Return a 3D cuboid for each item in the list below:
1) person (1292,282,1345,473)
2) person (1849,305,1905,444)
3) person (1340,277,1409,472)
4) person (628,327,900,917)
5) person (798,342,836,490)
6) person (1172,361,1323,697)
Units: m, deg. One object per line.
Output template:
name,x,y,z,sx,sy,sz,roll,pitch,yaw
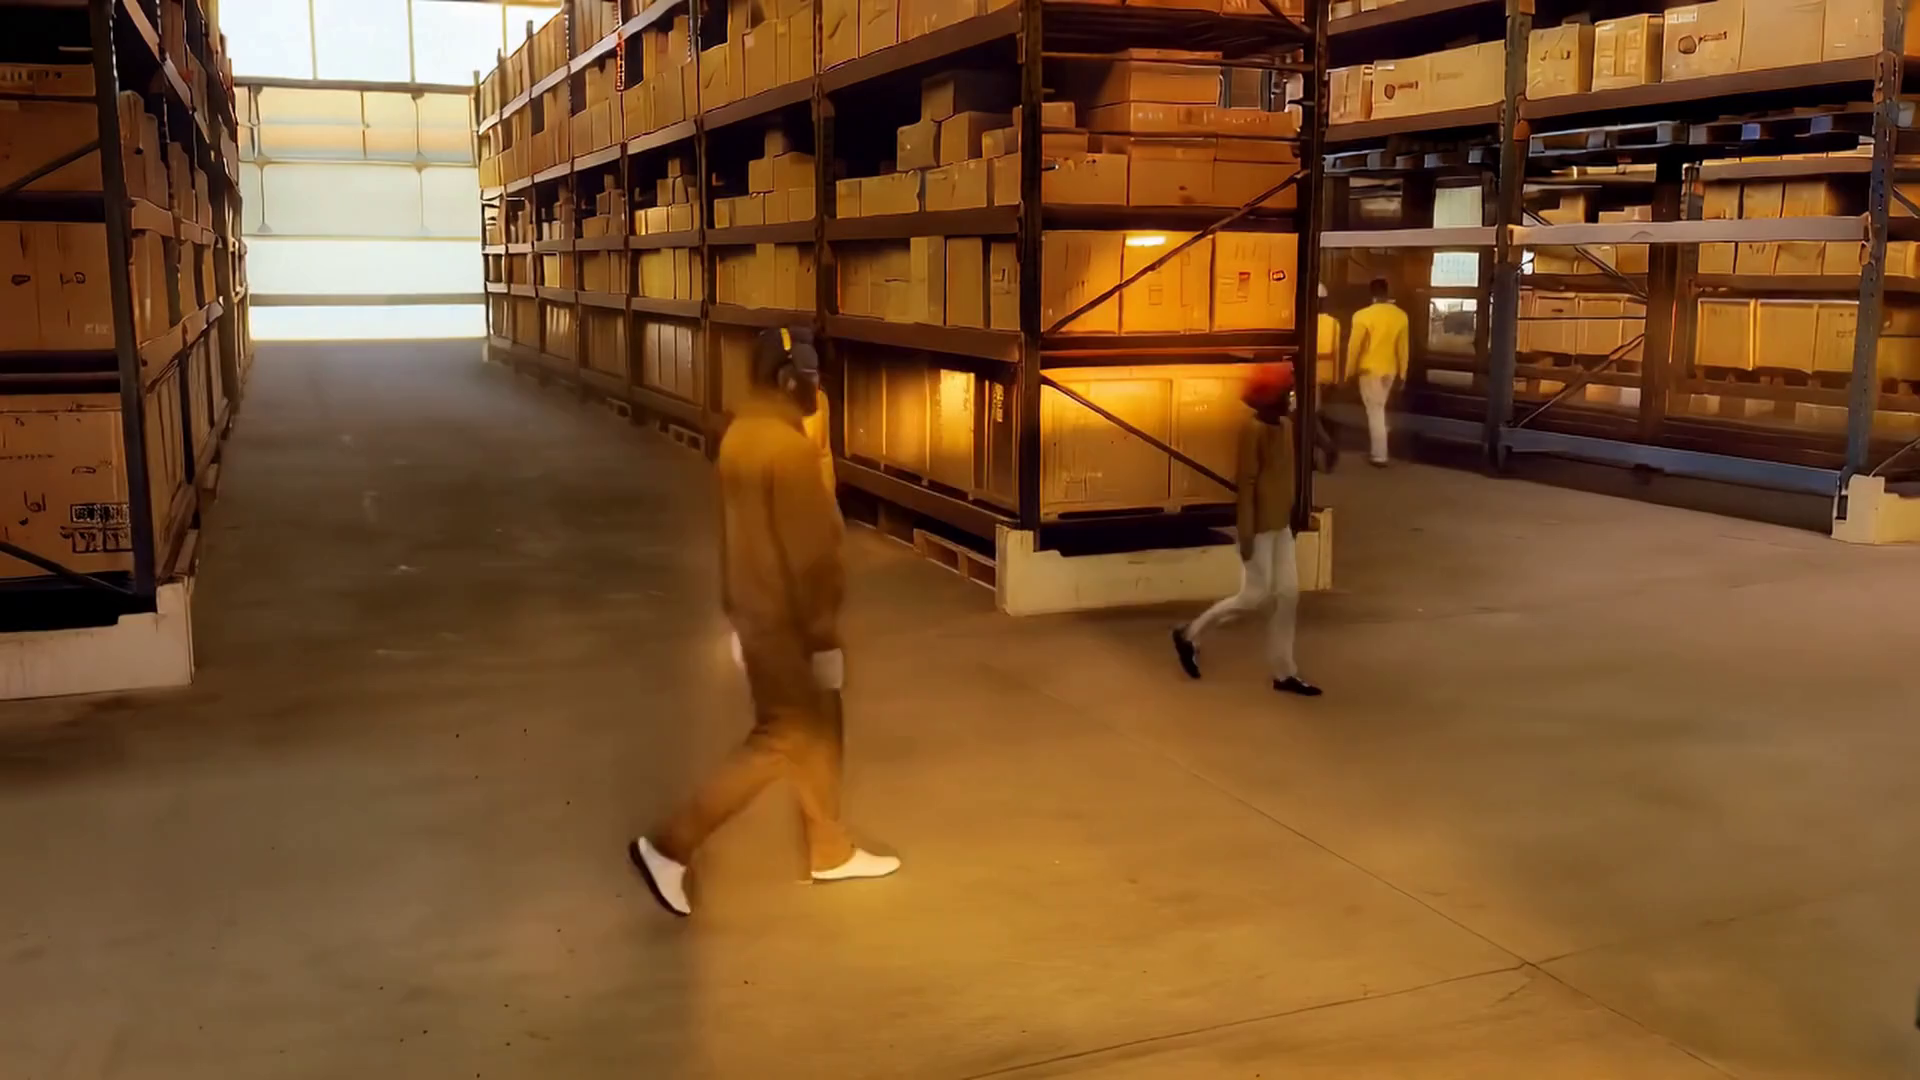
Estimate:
person,3.501,-1.583,16.245,0.577,1.912,0.652,-7,12,-35
person,9.871,-1.702,17.839,0.507,1.607,0.681,-3,10,-16
person,4.126,-1.661,16.674,0.627,1.912,0.809,-4,10,-21
person,-0.624,0.259,5.315,0.859,1.877,0.642,-3,10,-16
person,-0.836,-0.248,8.902,0.320,1.692,0.532,1,10,7
person,1.402,-0.055,7.984,0.673,1.613,0.506,6,11,31
